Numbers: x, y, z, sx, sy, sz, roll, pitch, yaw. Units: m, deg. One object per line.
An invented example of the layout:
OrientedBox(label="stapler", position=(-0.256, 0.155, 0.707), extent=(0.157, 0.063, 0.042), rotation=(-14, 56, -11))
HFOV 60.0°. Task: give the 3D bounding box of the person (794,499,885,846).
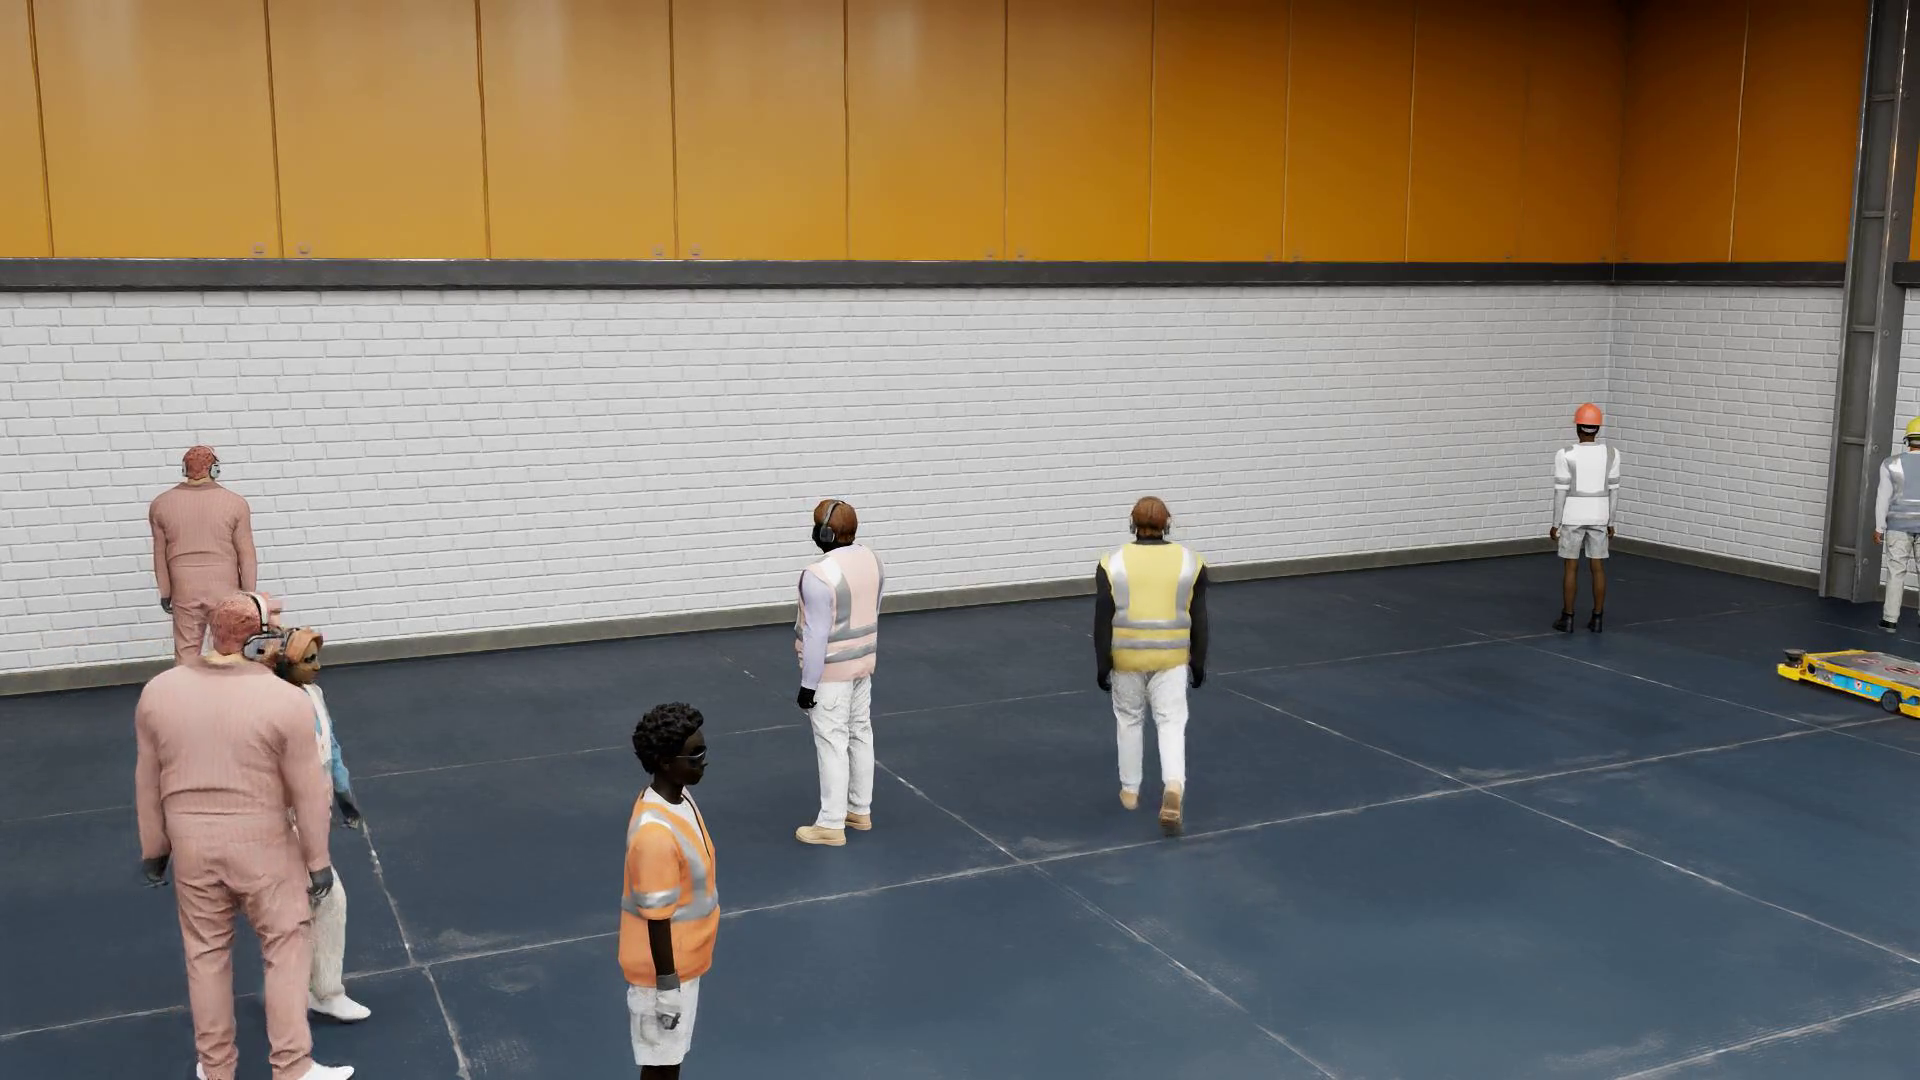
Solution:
OrientedBox(label="person", position=(-0.663, 0.696, 8.862), extent=(0.429, 1.846, 0.626), rotation=(5, 10, 29))

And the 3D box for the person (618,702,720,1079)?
OrientedBox(label="person", position=(-0.920, 1.343, 5.299), extent=(0.317, 1.695, 0.540), rotation=(-1, 9, -5))

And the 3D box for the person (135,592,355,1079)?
OrientedBox(label="person", position=(-2.618, 1.128, 6.099), extent=(0.740, 1.875, 0.411), rotation=(0, 9, 1))

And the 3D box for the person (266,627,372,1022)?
OrientedBox(label="person", position=(-2.595, 1.147, 6.744), extent=(0.575, 1.623, 0.516), rotation=(-1, 9, -3))

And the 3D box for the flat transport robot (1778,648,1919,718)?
OrientedBox(label="flat transport robot", position=(6.617, 1.002, 11.824), extent=(0.652, 0.197, 1.431), rotation=(-3, 9, -16))

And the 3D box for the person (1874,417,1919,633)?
OrientedBox(label="person", position=(8.002, -0.120, 13.972), extent=(0.592, 1.828, 0.404), rotation=(3, 10, 19))

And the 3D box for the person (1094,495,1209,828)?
OrientedBox(label="person", position=(1.054, 0.664, 9.161), extent=(0.633, 1.820, 0.797), rotation=(0, 9, 0))

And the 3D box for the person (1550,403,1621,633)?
OrientedBox(label="person", position=(5.244, -0.180, 13.998), extent=(0.542, 1.939, 0.363), rotation=(1, 9, 3))

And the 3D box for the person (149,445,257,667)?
OrientedBox(label="person", position=(-4.992, 0.316, 11.055), extent=(0.642, 1.900, 0.403), rotation=(-2, 9, -10))
